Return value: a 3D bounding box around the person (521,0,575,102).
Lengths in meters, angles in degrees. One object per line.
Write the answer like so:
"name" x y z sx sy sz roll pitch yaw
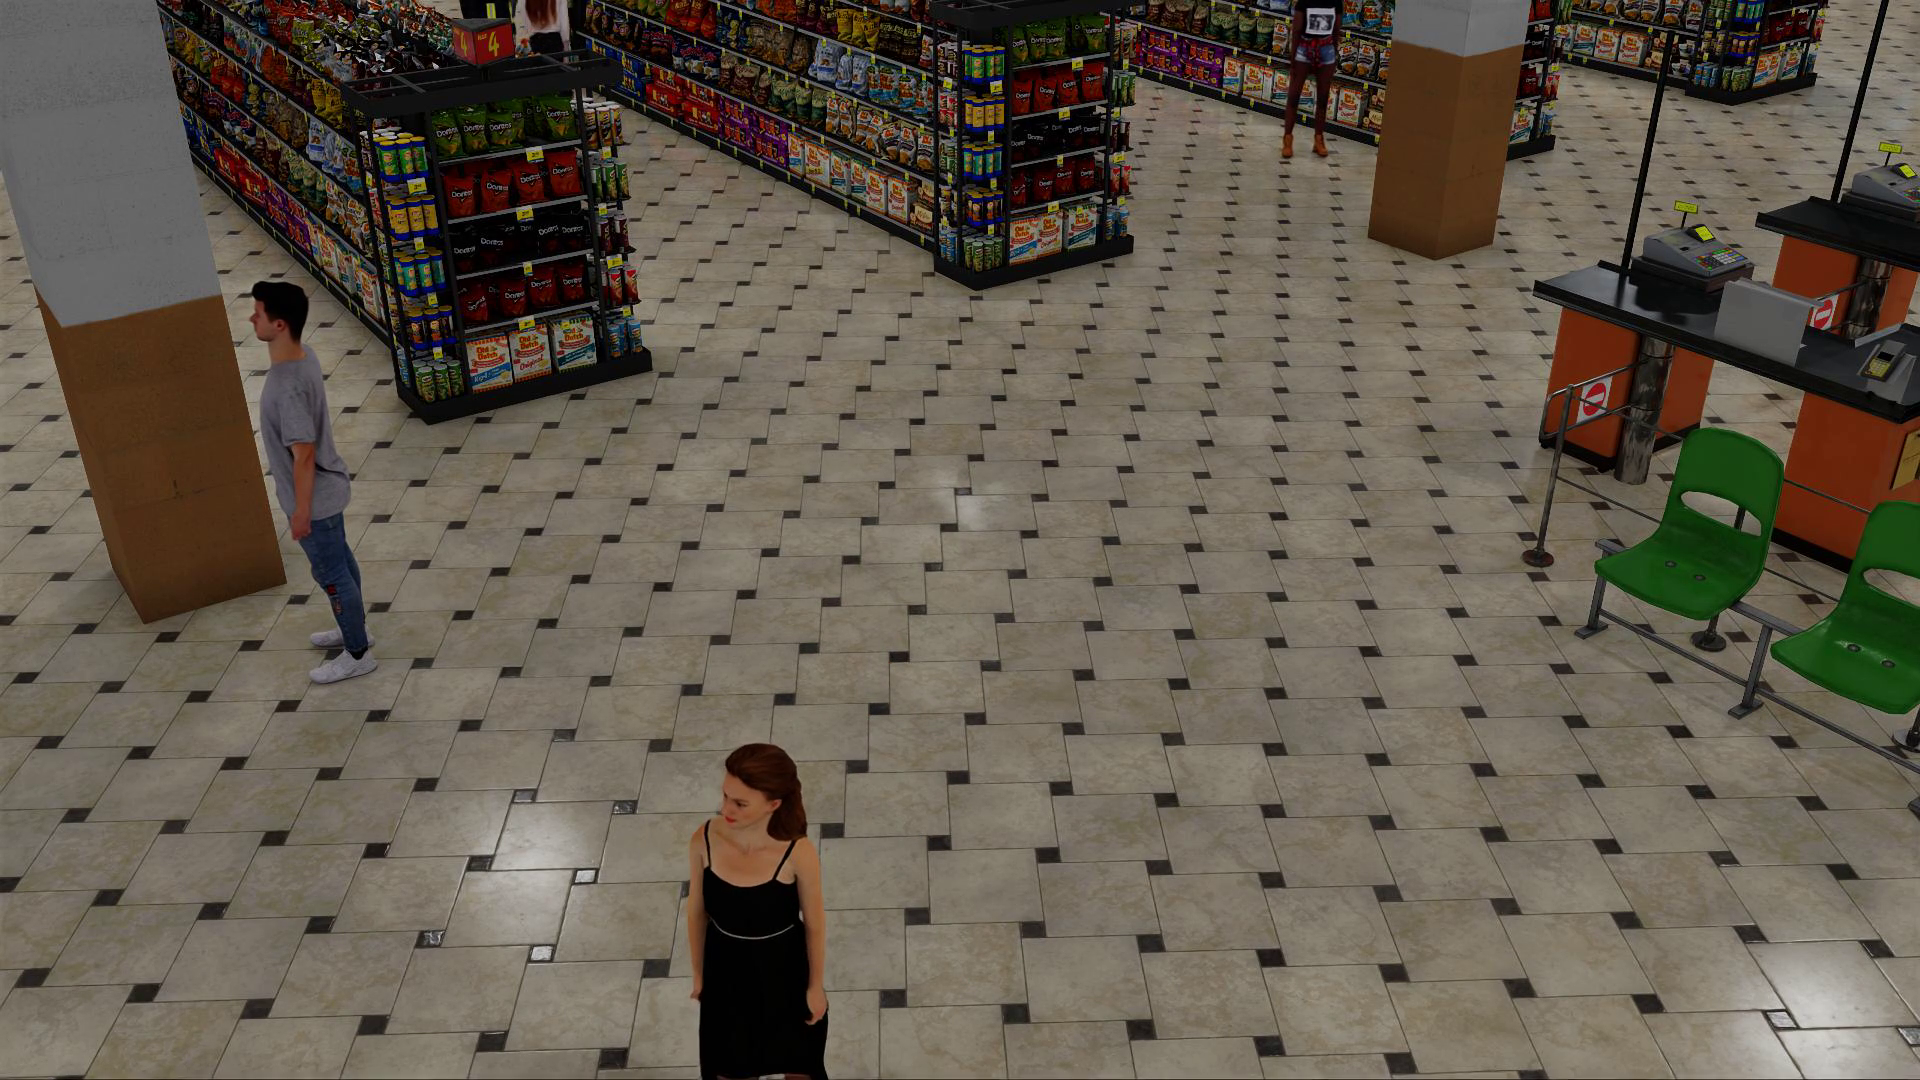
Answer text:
"person" -3.778 -4.390 15.207 1.020 1.697 1.242 -2 29 -3

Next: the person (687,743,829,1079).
"person" -0.580 1.268 4.918 0.668 1.626 0.734 6 29 11

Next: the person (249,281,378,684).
"person" -2.897 -0.258 7.437 0.795 1.890 0.617 -9 30 -15

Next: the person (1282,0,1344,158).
"person" 3.208 -4.351 15.109 0.707 1.723 0.749 0 29 0

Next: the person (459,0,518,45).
"person" -4.496 -4.879 15.932 0.846 1.860 0.857 16 33 27
